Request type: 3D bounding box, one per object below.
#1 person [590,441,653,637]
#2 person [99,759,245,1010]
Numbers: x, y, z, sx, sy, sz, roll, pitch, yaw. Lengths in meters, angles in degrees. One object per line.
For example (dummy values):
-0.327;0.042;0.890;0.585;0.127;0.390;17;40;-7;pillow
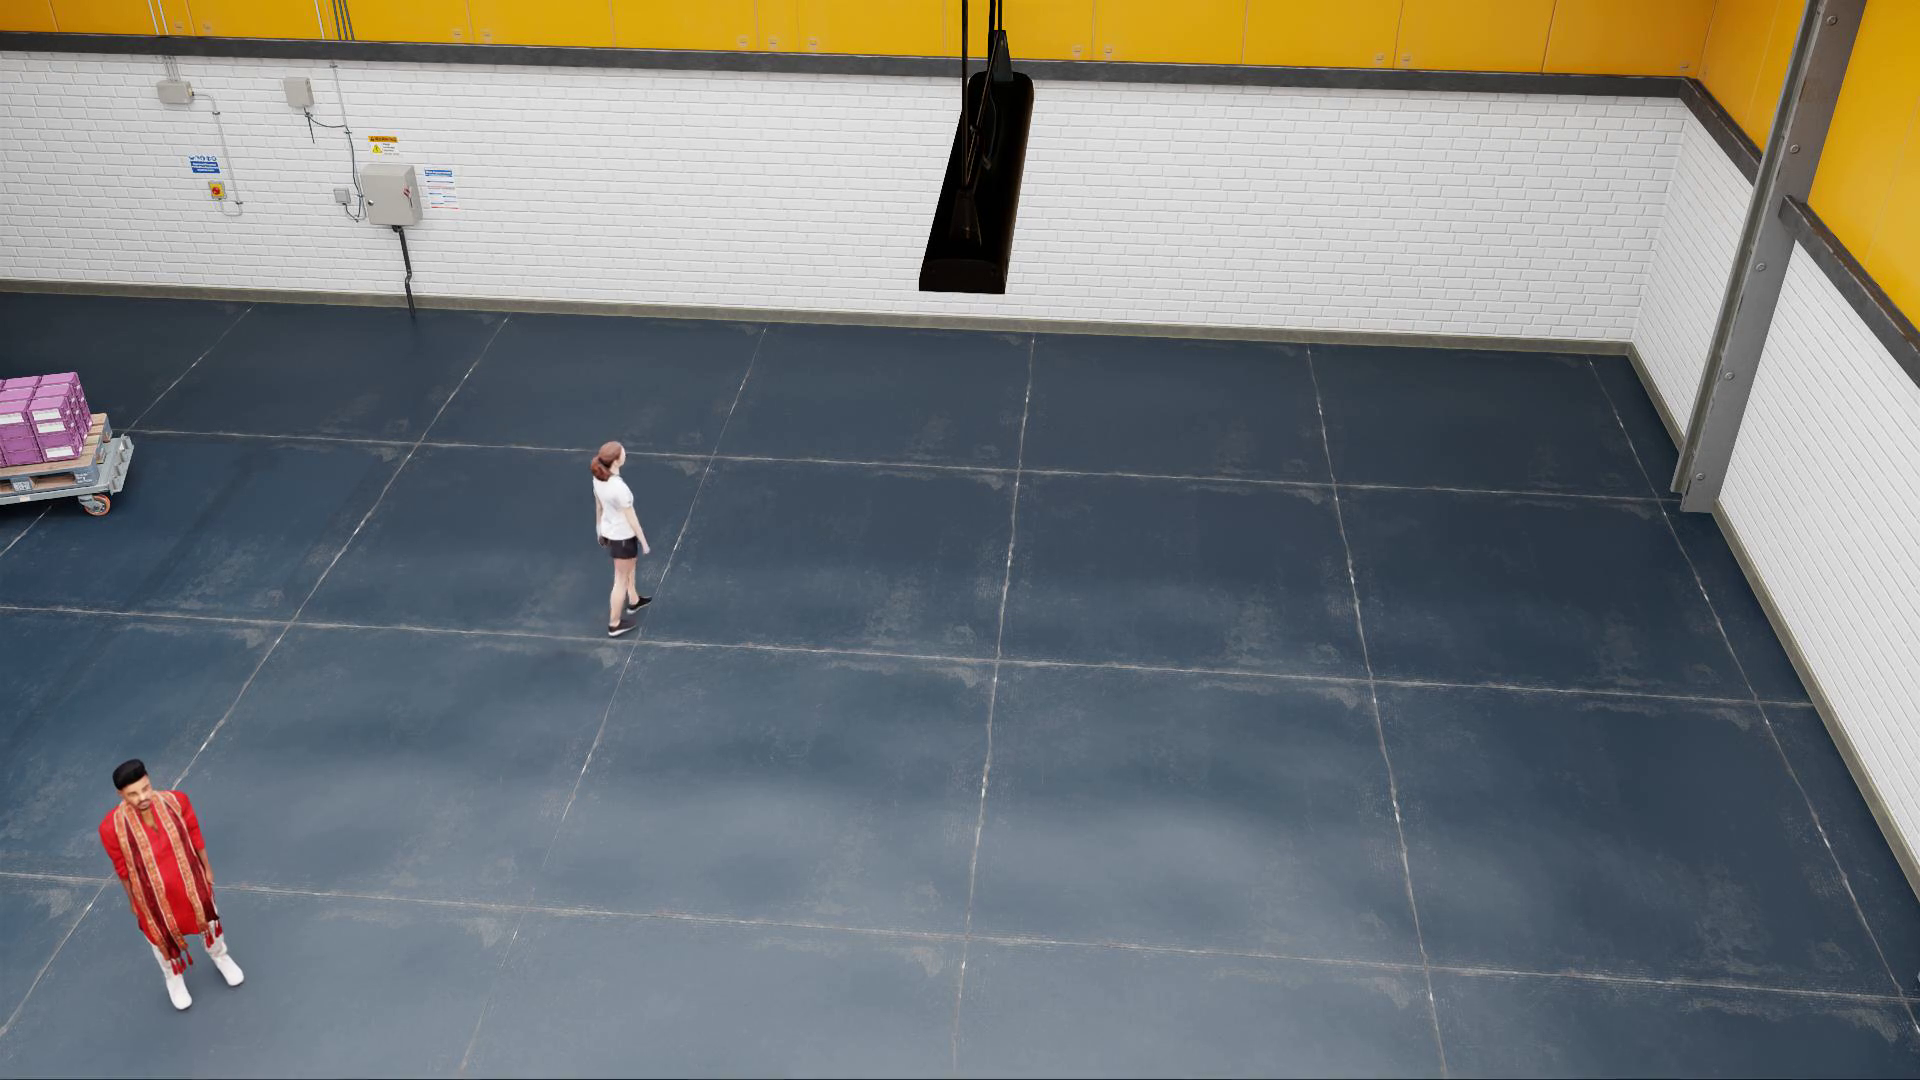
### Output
-2.823;0.024;13.410;0.819;1.732;0.897;28;42;35;person
-4.885;2.066;10.206;0.769;1.879;0.821;-23;40;-31;person
